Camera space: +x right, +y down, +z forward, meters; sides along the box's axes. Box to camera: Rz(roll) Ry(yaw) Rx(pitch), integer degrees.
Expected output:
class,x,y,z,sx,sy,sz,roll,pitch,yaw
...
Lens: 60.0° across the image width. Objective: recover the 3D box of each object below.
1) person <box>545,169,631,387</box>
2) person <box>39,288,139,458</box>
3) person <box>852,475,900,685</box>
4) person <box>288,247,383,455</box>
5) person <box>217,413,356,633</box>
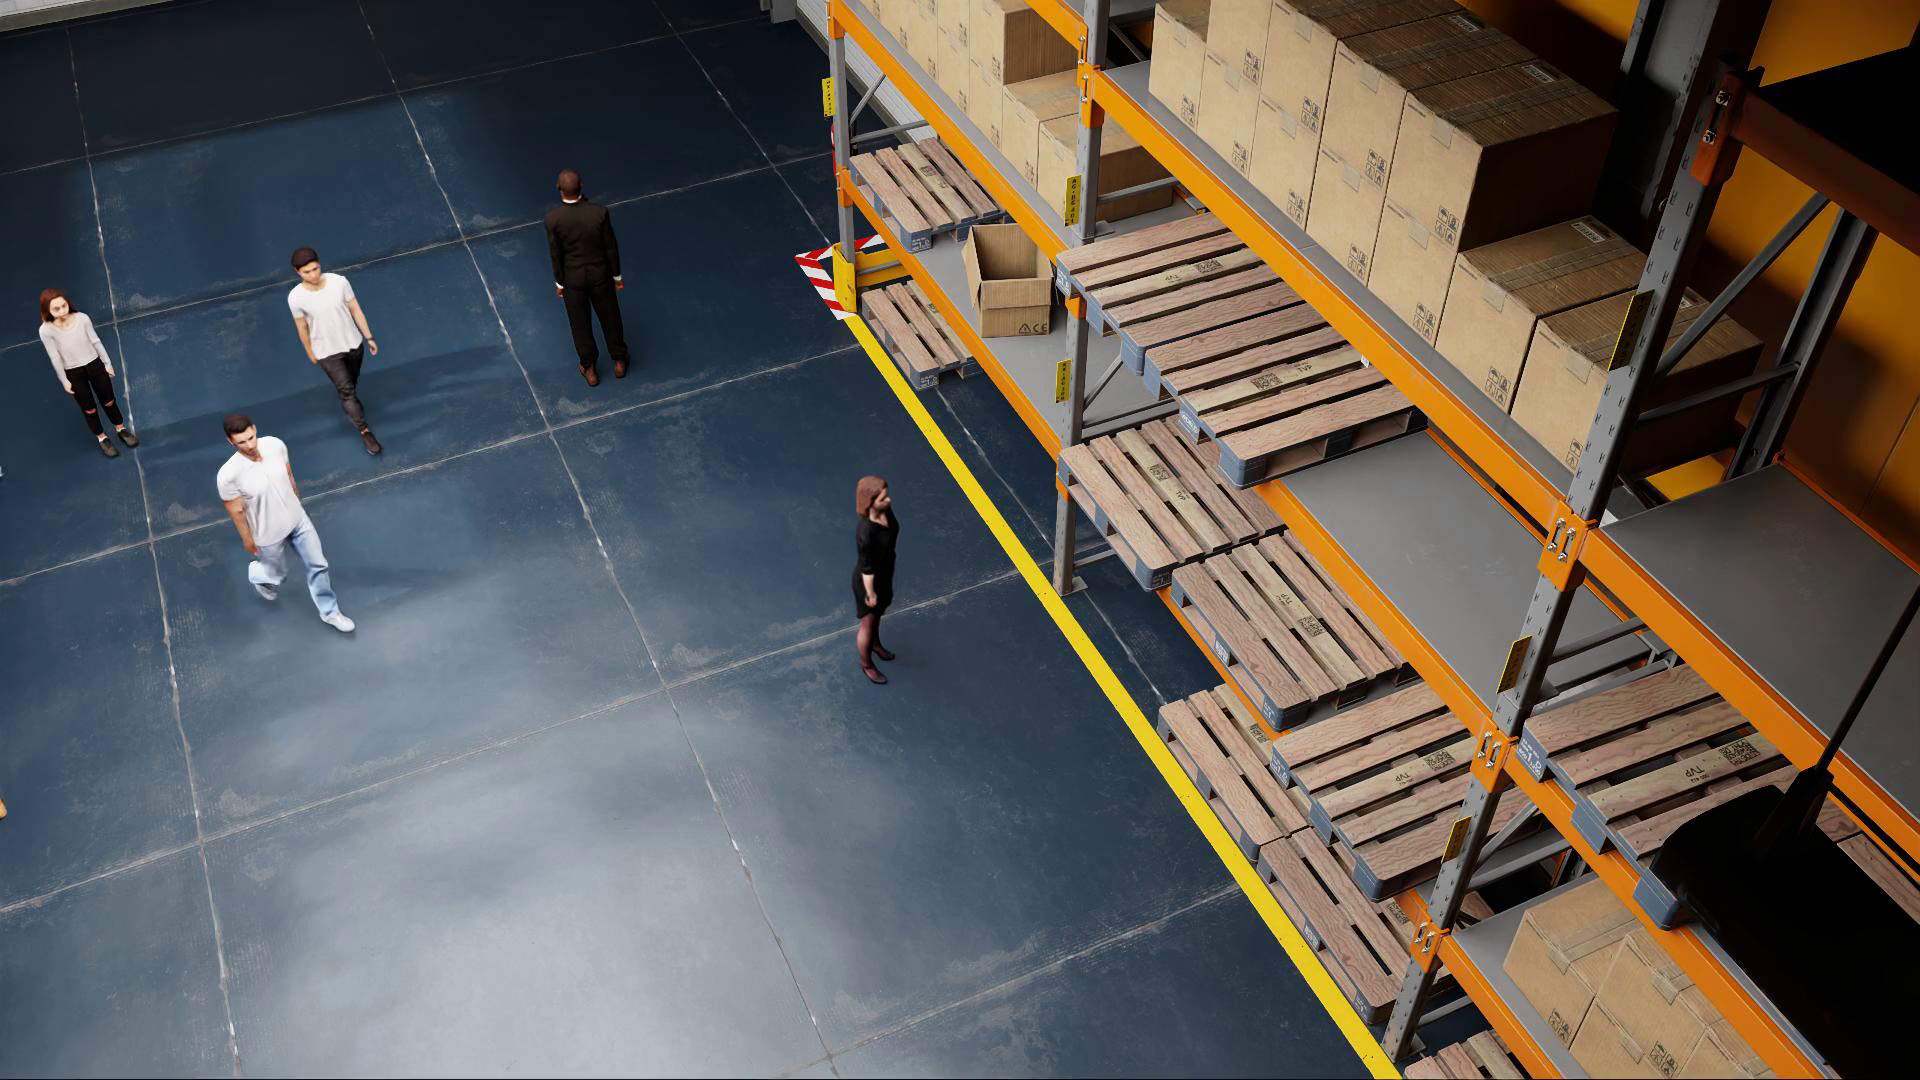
class,x,y,z,sx,sy,sz,roll,pitch,yaw
person,-2.932,-2.069,13.085,0.714,1.904,0.644,-13,45,-13
person,-6.629,-1.284,12.566,0.583,1.484,0.567,-32,52,-29
person,-0.561,0.240,10.806,0.717,1.706,0.641,11,45,11
person,-4.772,-1.546,12.694,0.808,1.686,1.139,-28,50,-26
person,-4.617,-0.139,11.107,1.199,1.838,1.006,27,50,25
